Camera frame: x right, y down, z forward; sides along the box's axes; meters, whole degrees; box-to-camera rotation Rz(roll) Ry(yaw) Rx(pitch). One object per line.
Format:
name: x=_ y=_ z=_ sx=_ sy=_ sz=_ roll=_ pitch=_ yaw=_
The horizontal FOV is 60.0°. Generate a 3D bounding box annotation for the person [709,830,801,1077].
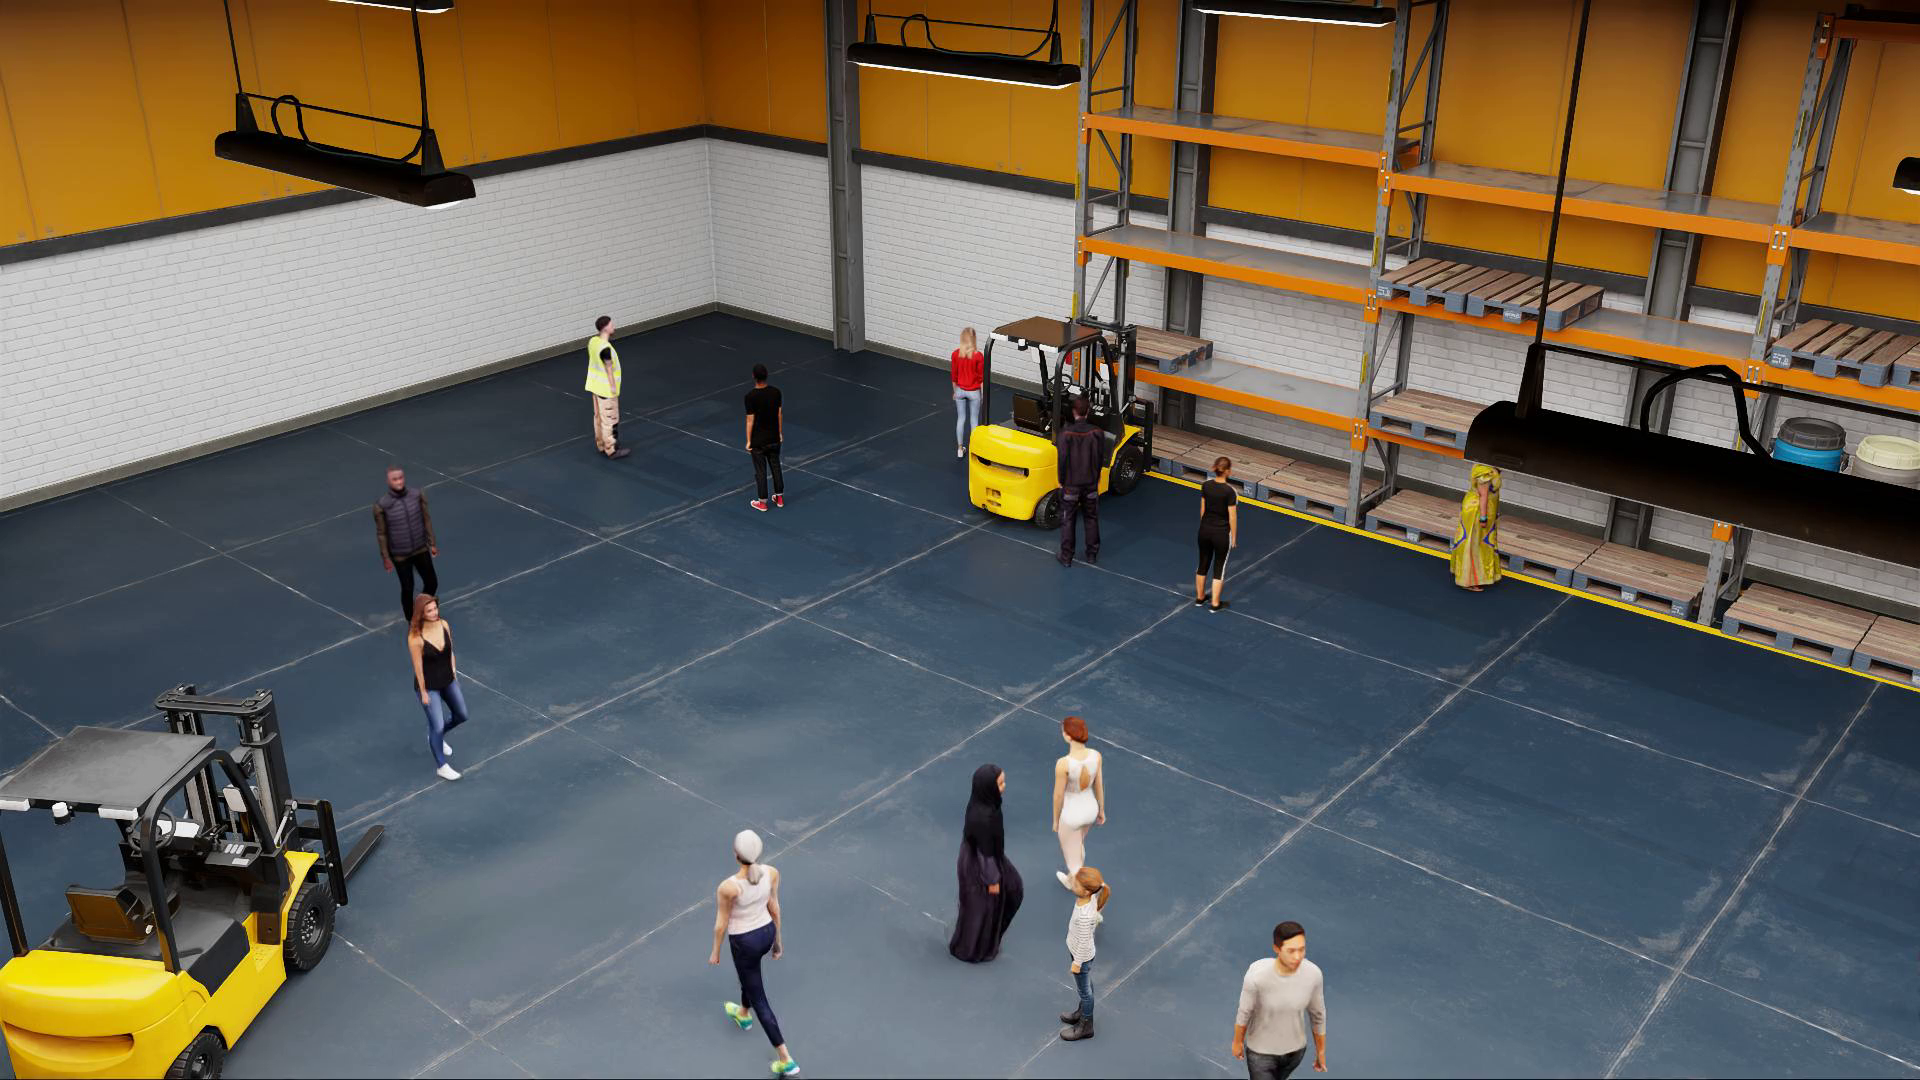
person: x=-1.300 y=2.696 z=10.747 sx=0.734 sy=1.660 sz=1.198 roll=-20 pitch=30 yaw=-38

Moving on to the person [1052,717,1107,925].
person: x=0.905 y=2.084 z=12.213 sx=0.810 sy=1.607 sz=1.101 roll=-13 pitch=27 yaw=-28

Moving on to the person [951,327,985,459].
person: x=0.106 y=-1.871 z=21.140 sx=0.568 sy=1.705 sz=0.741 roll=8 pitch=25 yaw=18

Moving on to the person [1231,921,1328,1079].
person: x=1.858 y=2.977 z=9.978 sx=1.108 sy=1.762 sz=1.251 roll=-5 pitch=24 yaw=-12

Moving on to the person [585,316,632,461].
person: x=-4.504 y=-1.955 z=21.161 sx=0.841 sy=1.841 sz=0.730 roll=-14 pitch=27 yaw=-28

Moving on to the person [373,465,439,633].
person: x=-5.457 y=0.095 z=16.482 sx=0.763 sy=1.833 sz=0.657 roll=-18 pitch=29 yaw=-35

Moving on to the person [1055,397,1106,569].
person: x=1.299 y=-0.638 z=18.060 sx=0.776 sy=1.913 sz=0.809 roll=-5 pitch=24 yaw=-11

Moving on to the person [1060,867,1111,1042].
person: x=0.822 y=2.740 z=11.077 sx=0.629 sy=1.315 sz=0.573 roll=1 pitch=24 yaw=3

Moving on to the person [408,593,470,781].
person: x=-4.486 y=1.205 z=14.091 sx=0.763 sy=1.714 sz=0.645 roll=13 pitch=27 yaw=27

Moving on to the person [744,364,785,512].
person: x=-2.300 y=-1.209 z=19.565 sx=0.680 sy=1.754 sz=0.617 roll=-16 pitch=28 yaw=-32

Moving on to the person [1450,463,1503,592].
person: x=5.493 y=-0.293 z=17.587 sx=0.980 sy=1.658 sz=0.987 roll=5 pitch=24 yaw=12

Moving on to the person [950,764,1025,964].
person: x=0.082 y=2.271 z=11.781 sx=0.913 sy=1.612 sz=0.844 roll=3 pitch=24 yaw=6

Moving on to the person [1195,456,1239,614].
person: x=2.618 y=-0.070 z=17.064 sx=0.462 sy=1.668 sz=0.643 roll=20 pitch=31 yaw=38
